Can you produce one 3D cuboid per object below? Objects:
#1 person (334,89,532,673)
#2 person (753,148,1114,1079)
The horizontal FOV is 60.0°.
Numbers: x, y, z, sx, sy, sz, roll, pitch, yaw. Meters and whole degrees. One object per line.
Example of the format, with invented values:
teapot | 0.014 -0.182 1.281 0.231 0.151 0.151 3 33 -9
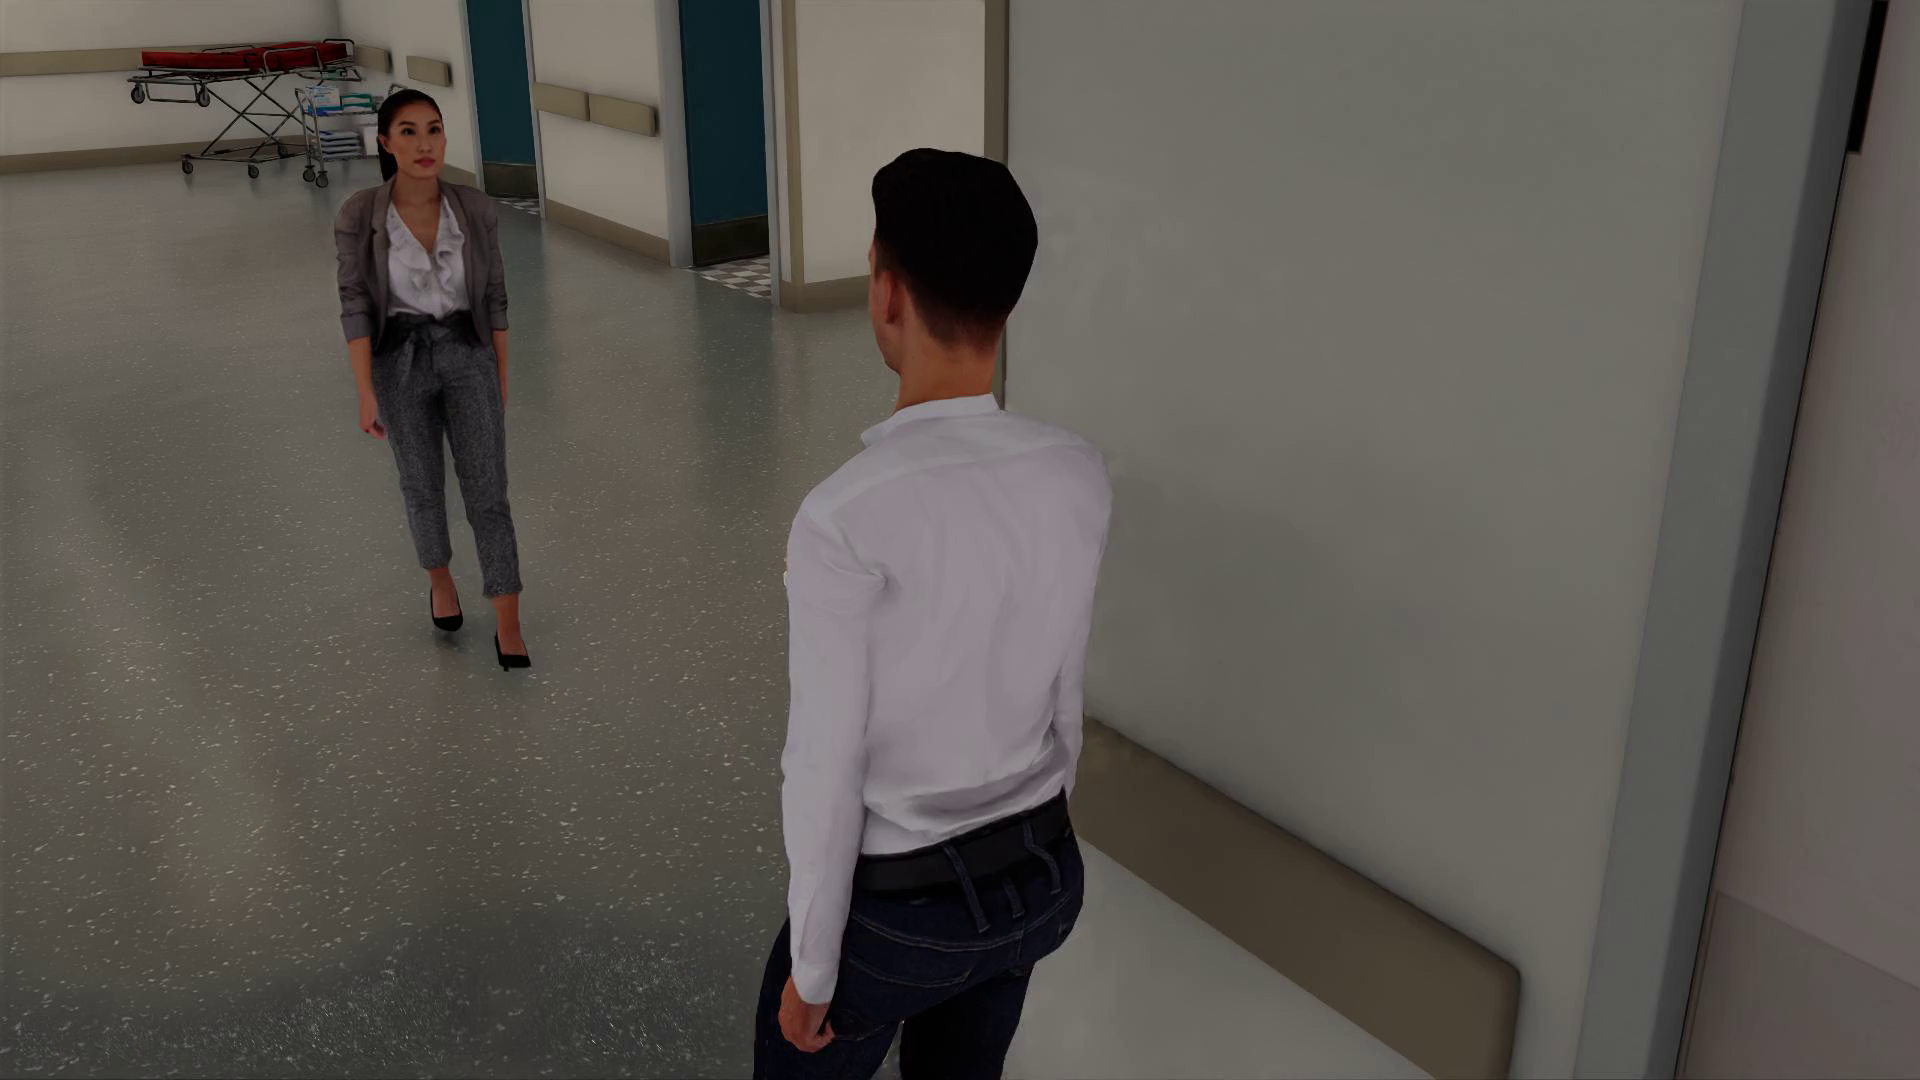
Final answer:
person | -1.560 -0.455 4.888 0.779 1.639 1.107 -8 22 -20
person | 0.026 0.480 2.063 0.642 1.852 0.778 -16 26 -36
